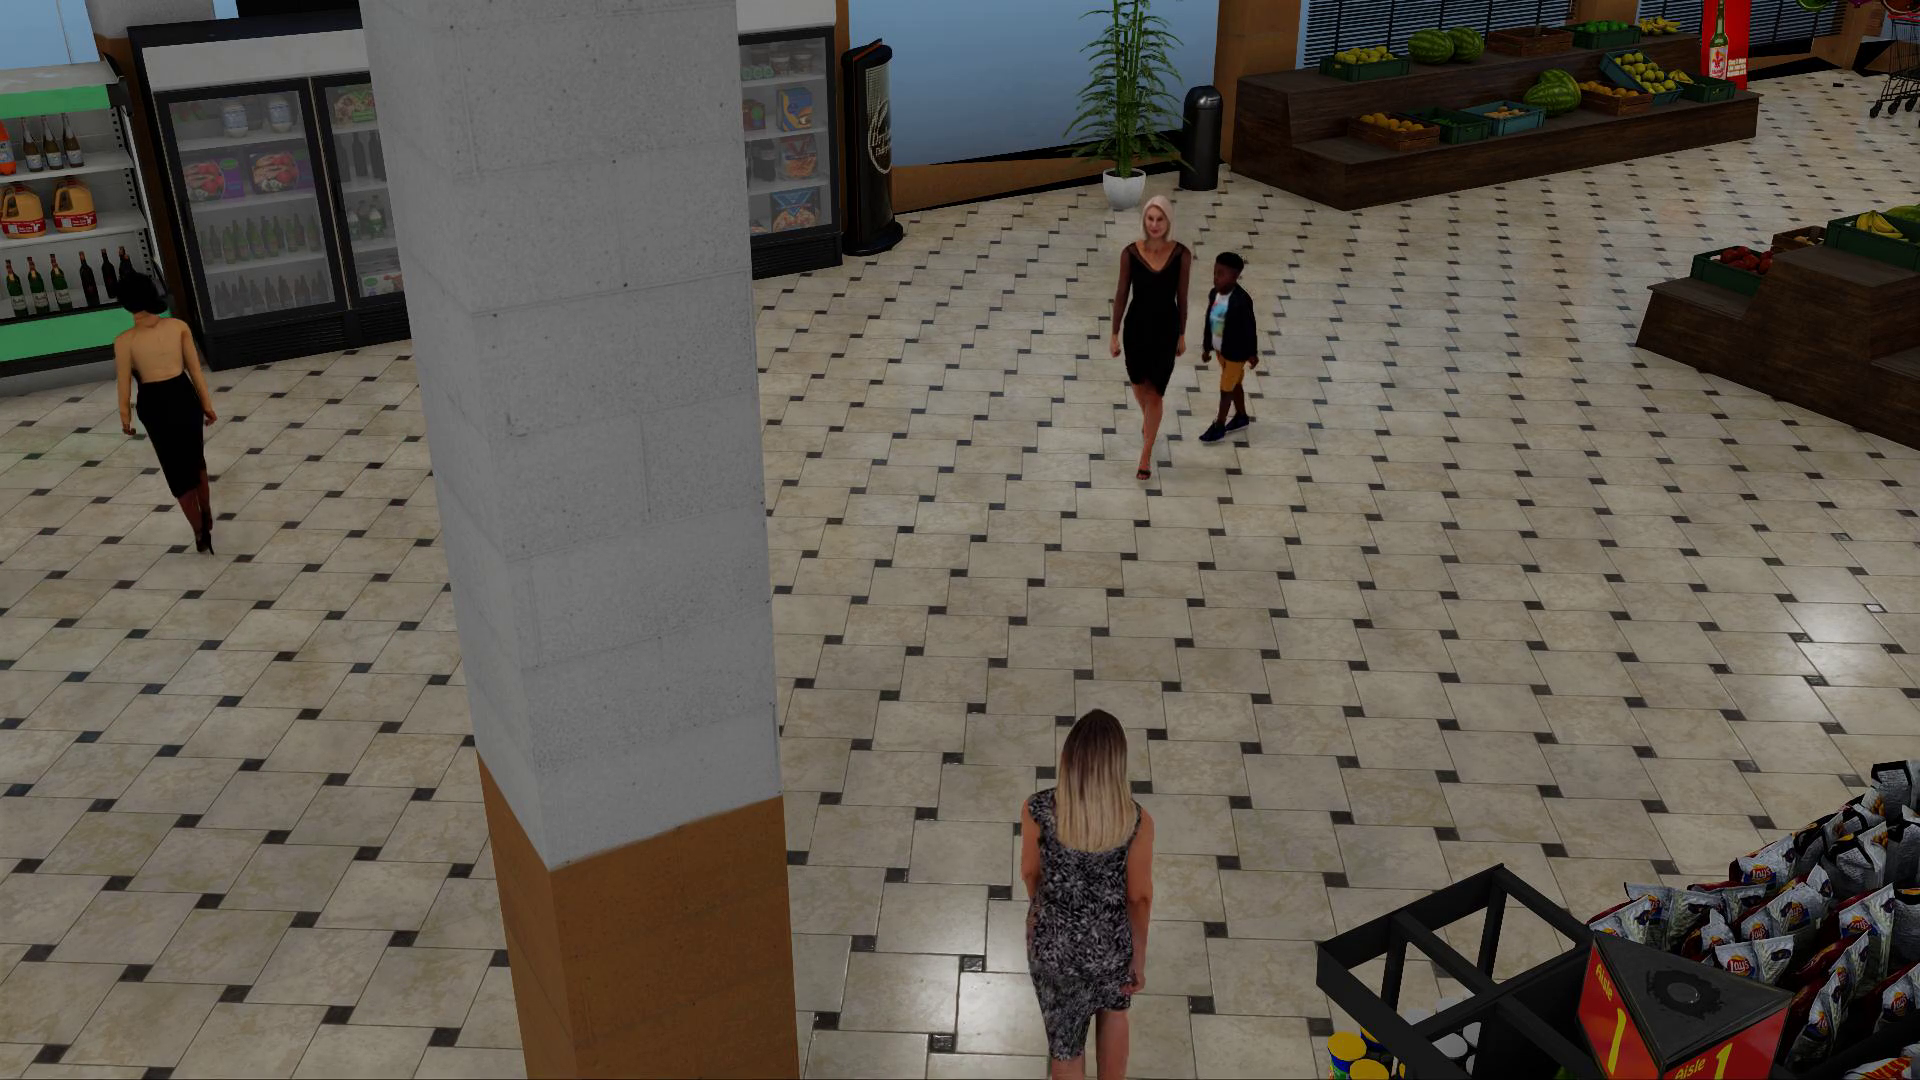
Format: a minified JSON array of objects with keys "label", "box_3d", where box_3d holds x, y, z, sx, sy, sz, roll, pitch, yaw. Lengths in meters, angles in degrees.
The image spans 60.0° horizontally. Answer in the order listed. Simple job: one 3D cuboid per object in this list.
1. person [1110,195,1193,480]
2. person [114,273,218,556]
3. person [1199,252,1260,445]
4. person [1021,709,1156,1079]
[{"label":"person","box_3d":[1.190,-1.286,10.313,1.068,1.711,1.102,6,27,11]},{"label":"person","box_3d":[-4.307,-0.657,9.142,0.670,1.647,0.748,-23,35,-38]},{"label":"person","box_3d":[1.814,-1.265,10.786,0.720,1.245,0.551,-17,32,-31]},{"label":"person","box_3d":[0.368,1.339,5.163,0.680,1.687,0.749,3,27,6]}]
